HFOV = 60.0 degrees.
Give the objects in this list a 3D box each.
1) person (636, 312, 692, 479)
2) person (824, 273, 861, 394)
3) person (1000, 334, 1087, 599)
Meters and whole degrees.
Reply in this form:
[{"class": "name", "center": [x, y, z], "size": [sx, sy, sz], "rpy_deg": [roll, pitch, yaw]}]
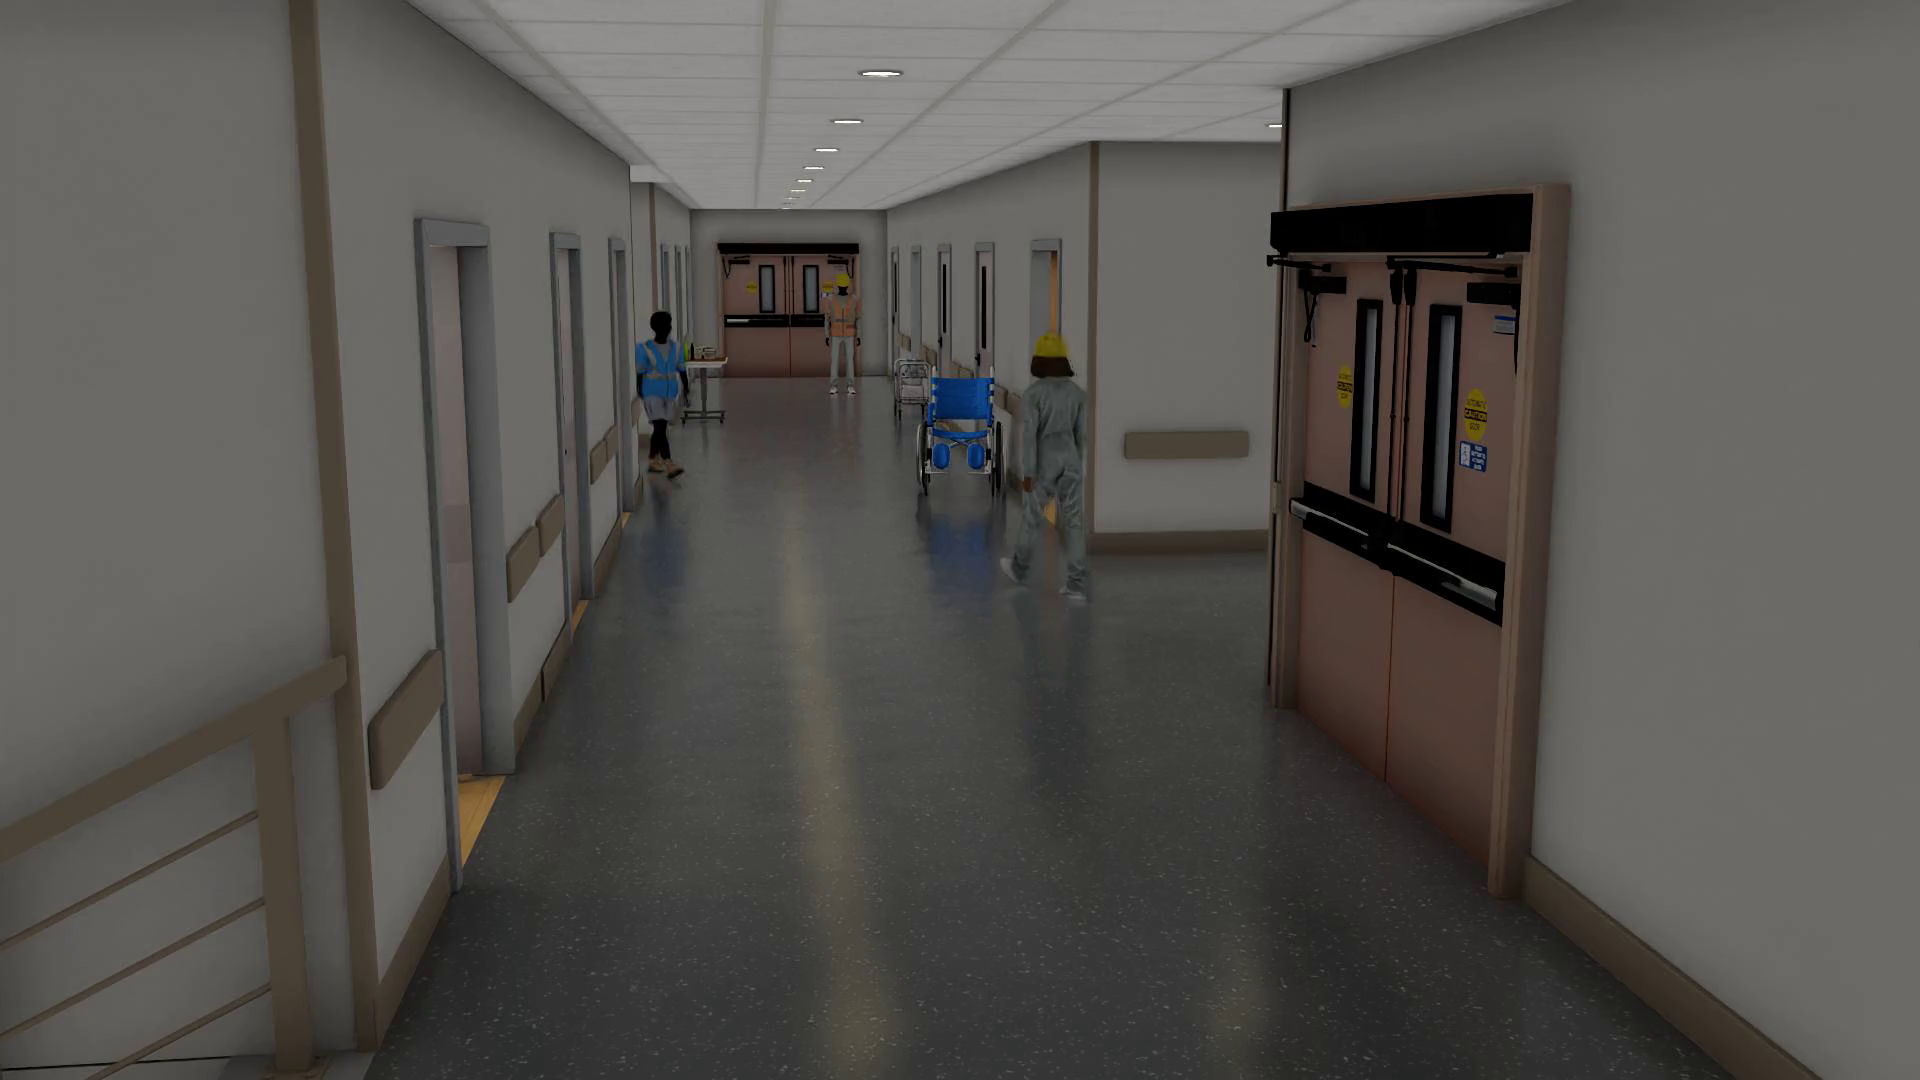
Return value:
[{"class": "person", "center": [-2.957, -1.454, 16.624], "size": [0.549, 1.640, 0.881], "rpy_deg": [-9, 13, -41]}, {"class": "person", "center": [-1.865, -3.284, 26.504], "size": [0.585, 1.920, 0.373], "rpy_deg": [-1, 10, -7]}, {"class": "person", "center": [0.575, -0.494, 10.886], "size": [0.505, 1.691, 0.880], "rpy_deg": [-5, 11, -26]}]
